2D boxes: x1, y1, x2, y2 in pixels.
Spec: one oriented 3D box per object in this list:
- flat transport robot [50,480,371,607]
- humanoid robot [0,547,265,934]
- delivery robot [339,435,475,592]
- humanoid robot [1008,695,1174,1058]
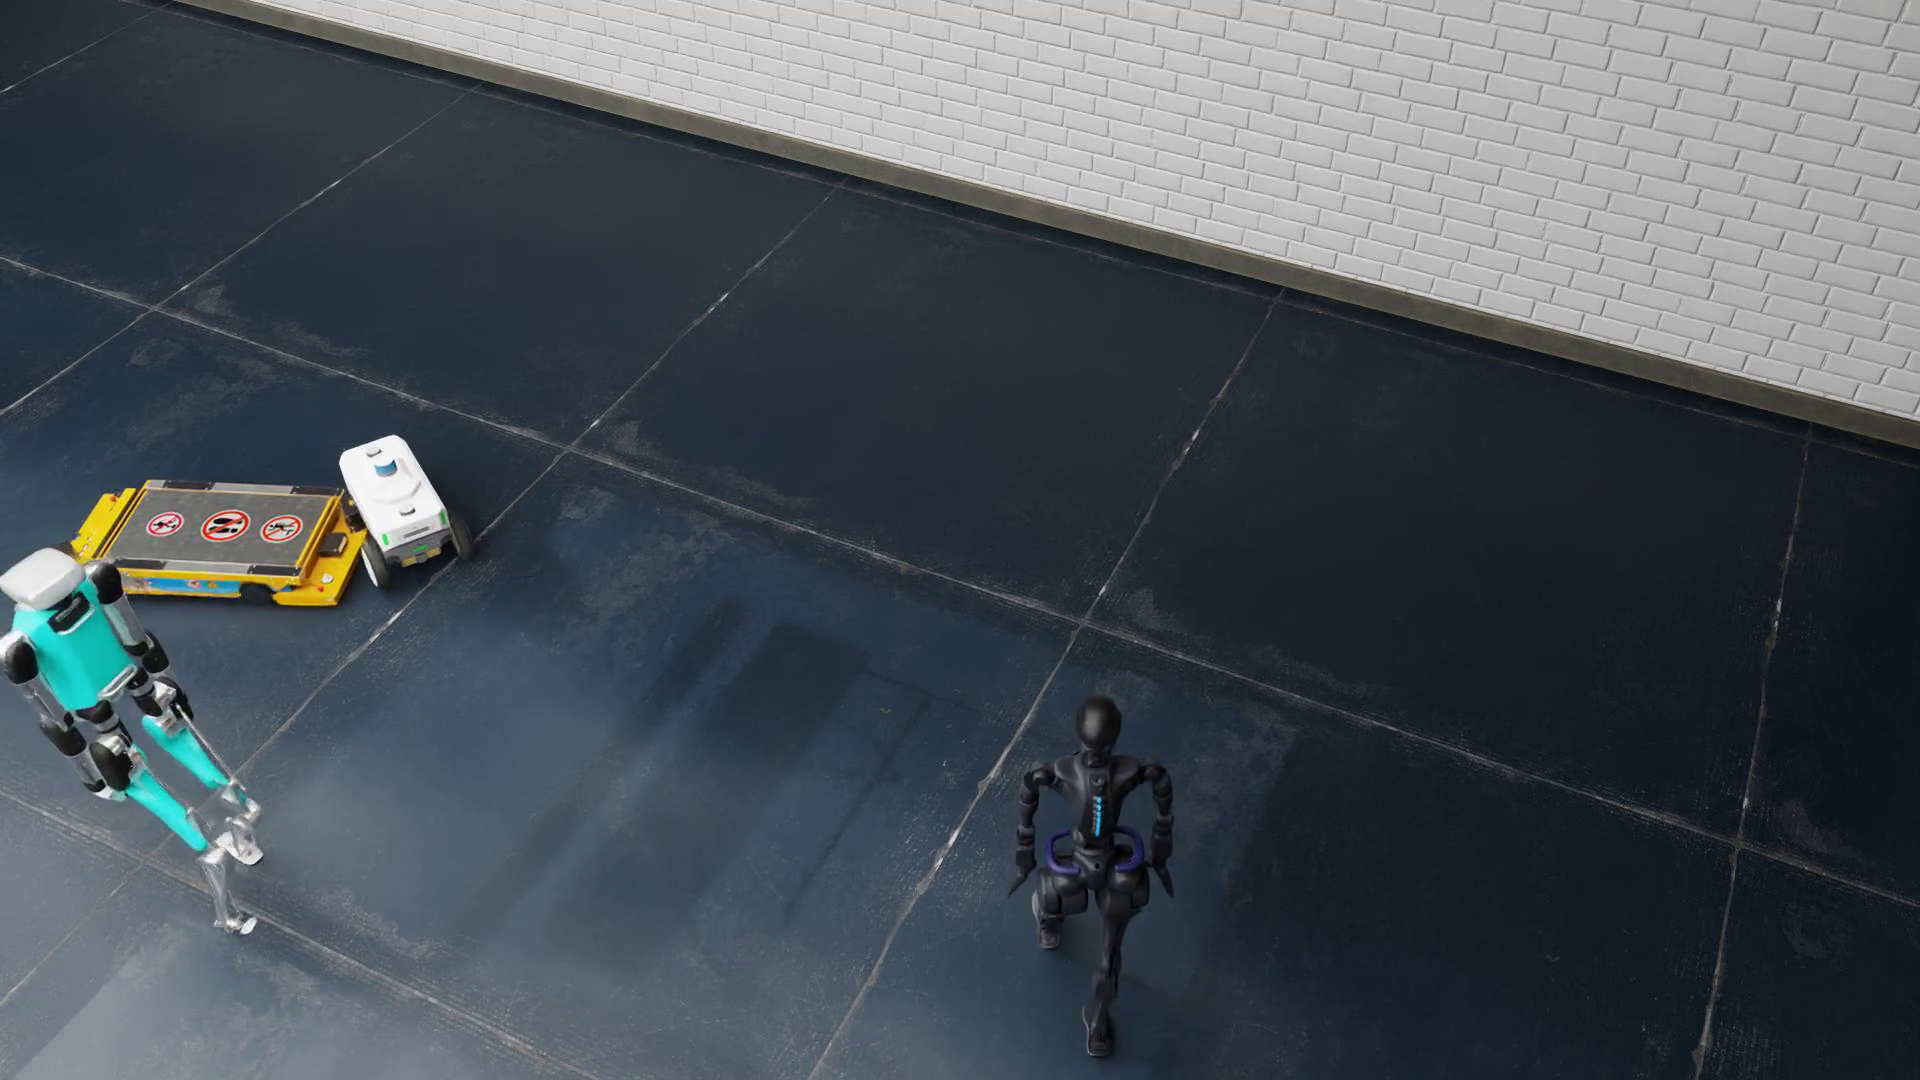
[{"bbox_3d":[-3.692,0.012,8.242,1.431,0.231,0.659,3,43,3],"label":"flat transport robot"},{"bbox_3d":[-2.965,0.816,6.315,0.796,1.796,0.530,15,45,15],"label":"humanoid robot"},{"bbox_3d":[-2.770,-0.155,8.217,0.499,0.601,0.775,-23,48,-23],"label":"delivery robot"},{"bbox_3d":[0.476,1.134,6.015,0.609,1.626,0.729,-2,43,-2],"label":"humanoid robot"}]
